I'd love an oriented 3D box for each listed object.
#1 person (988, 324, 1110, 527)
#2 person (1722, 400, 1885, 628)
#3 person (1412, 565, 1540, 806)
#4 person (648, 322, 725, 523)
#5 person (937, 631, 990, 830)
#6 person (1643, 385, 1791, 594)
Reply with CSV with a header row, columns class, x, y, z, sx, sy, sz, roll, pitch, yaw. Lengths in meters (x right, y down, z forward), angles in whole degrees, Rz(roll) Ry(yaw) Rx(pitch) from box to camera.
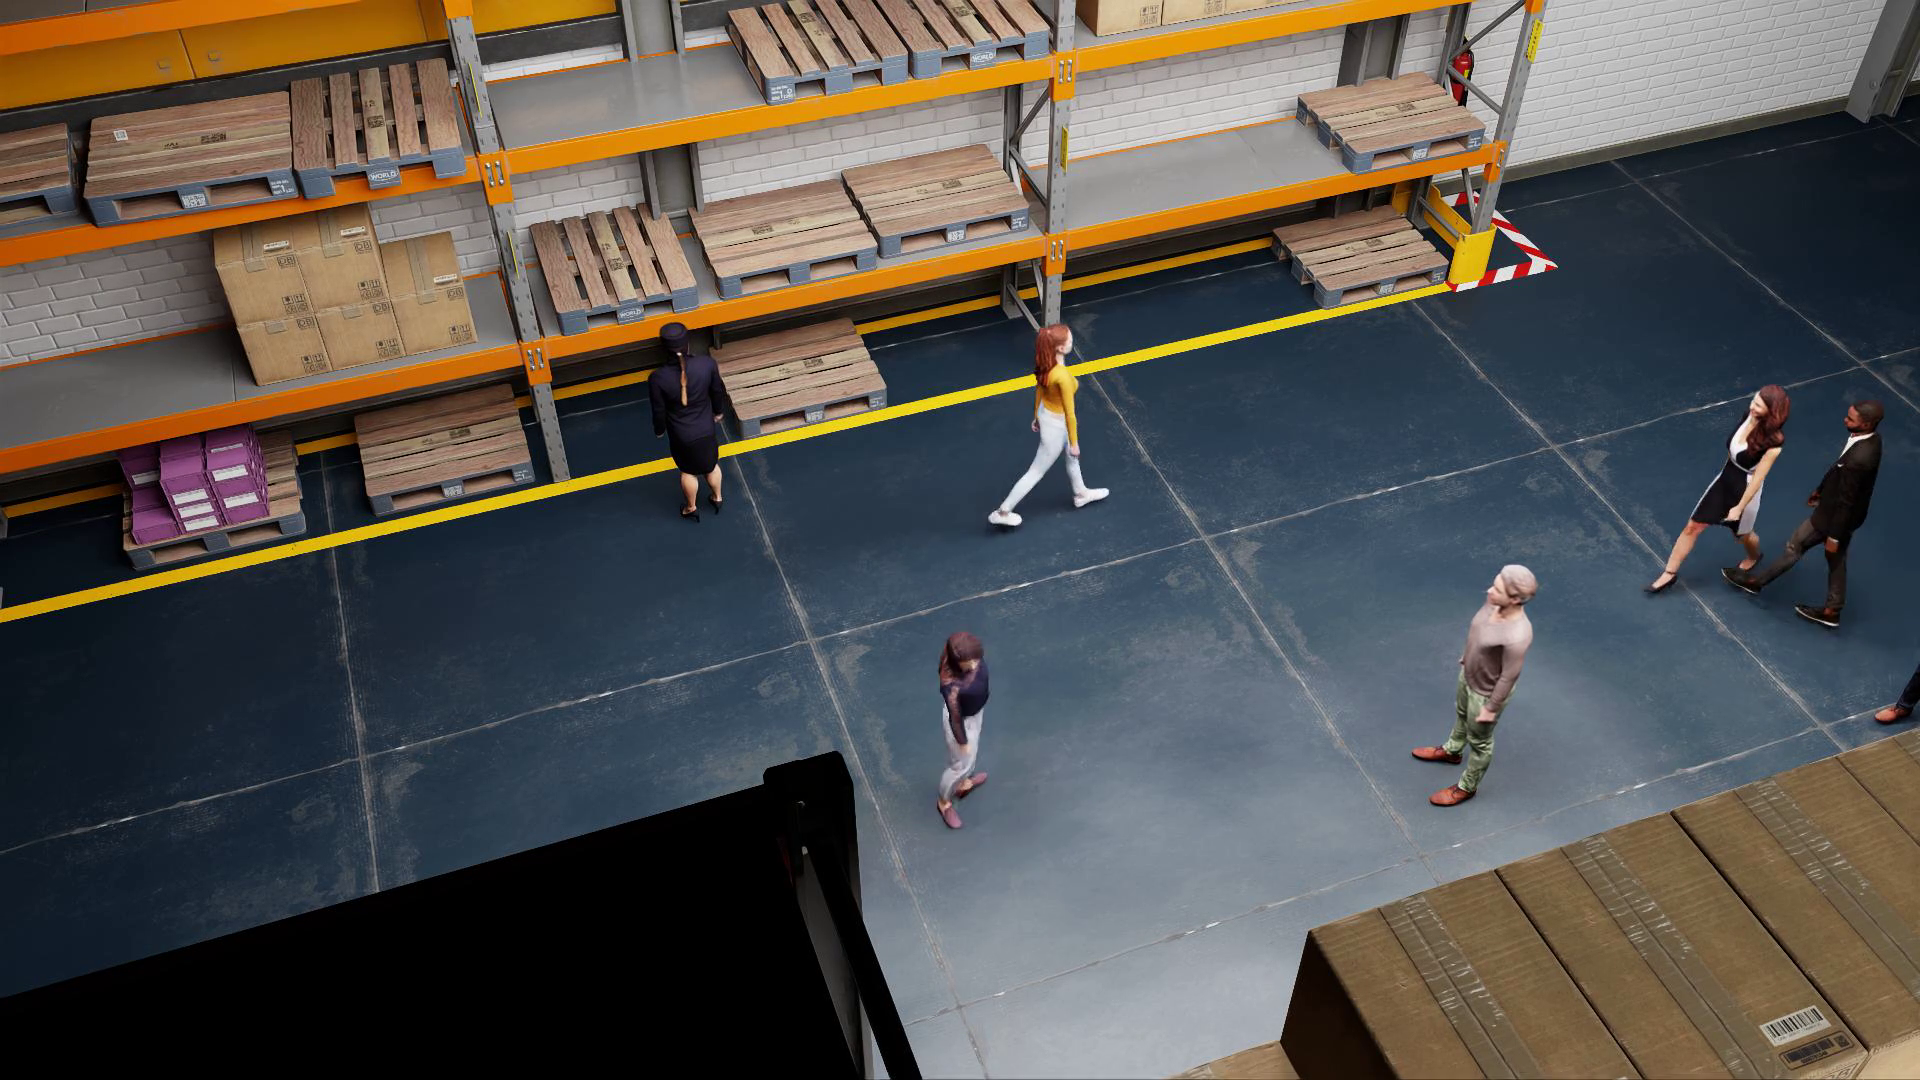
class,x,y,z,sx,sy,sz,roll,pitch,yaw
person,0.581,-0.752,11.705,1.188,1.708,0.604,-16,46,-16
person,5.901,-0.122,11.006,1.082,1.760,1.110,26,49,24
person,3.131,0.842,9.910,0.701,1.876,0.738,-3,44,-3
person,-1.914,-0.806,11.792,0.605,1.666,0.783,-20,47,-19
person,0.045,1.027,9.923,0.708,1.589,0.750,-6,44,-6
person,5.304,-0.301,11.197,1.121,1.755,0.636,-10,45,-11
